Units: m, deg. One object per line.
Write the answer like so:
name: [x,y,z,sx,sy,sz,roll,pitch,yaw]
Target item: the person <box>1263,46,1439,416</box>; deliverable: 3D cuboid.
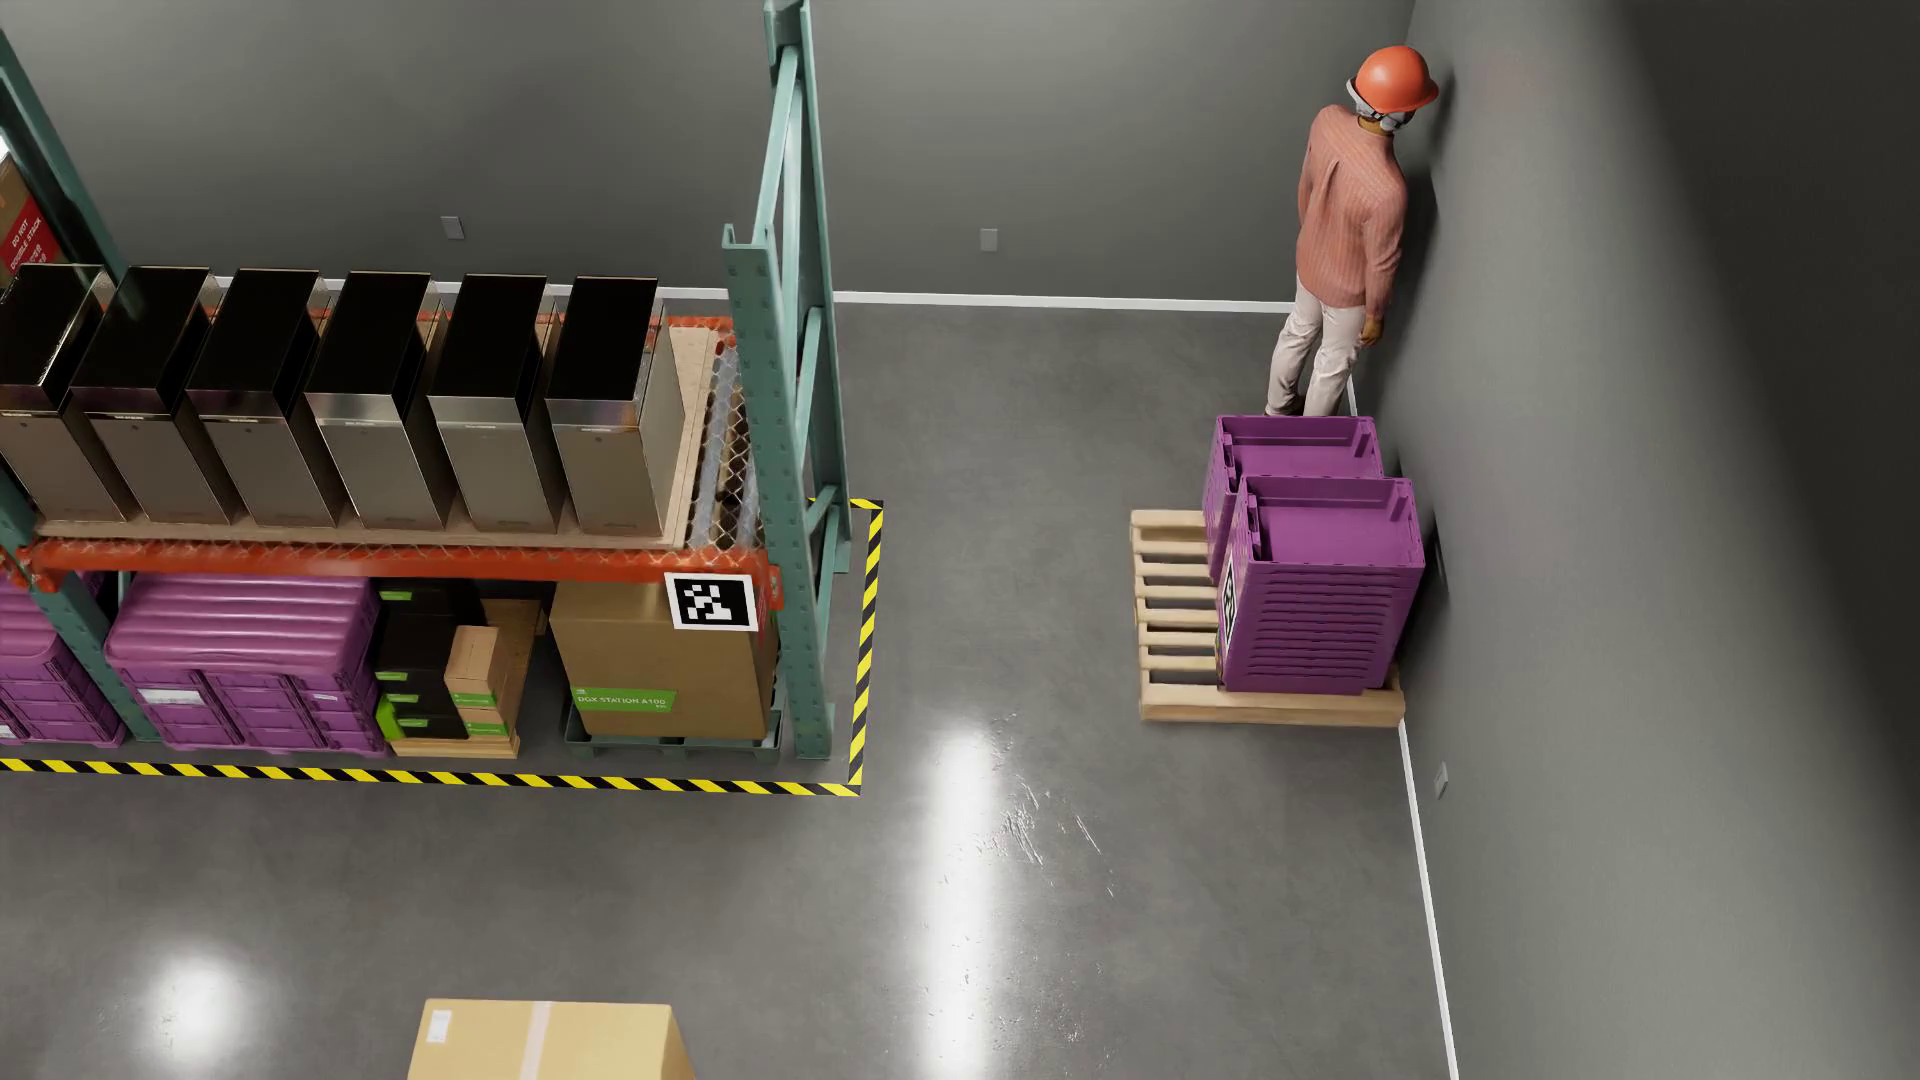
person: [1.501,-1.056,6.489,0.377,1.995,0.608,-17,54,-13]
